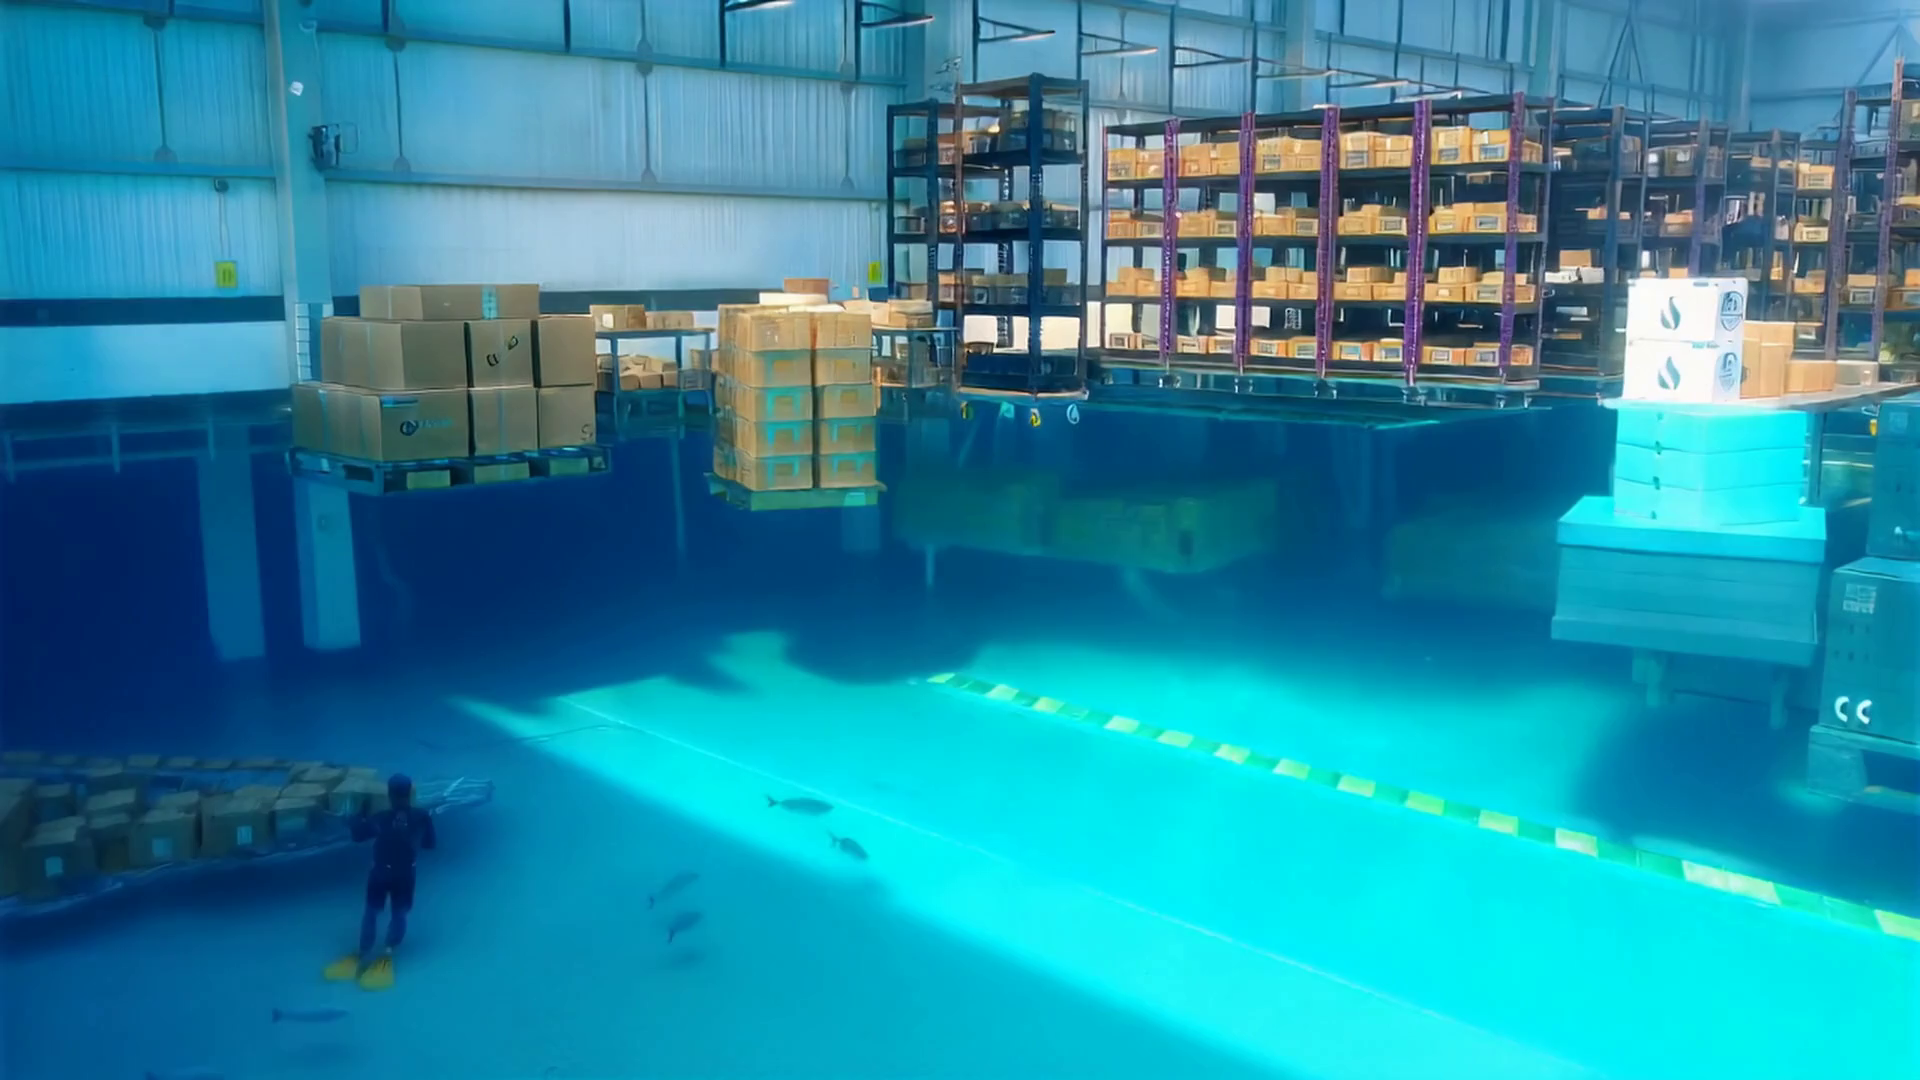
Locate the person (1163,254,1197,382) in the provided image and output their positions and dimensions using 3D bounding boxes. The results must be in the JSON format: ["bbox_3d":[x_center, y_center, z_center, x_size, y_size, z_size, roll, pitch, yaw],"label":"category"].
[{"bbox_3d":[3.184,-3.207,24.025,0.565,1.837,0.396,7,12,37],"label":"person"}]
